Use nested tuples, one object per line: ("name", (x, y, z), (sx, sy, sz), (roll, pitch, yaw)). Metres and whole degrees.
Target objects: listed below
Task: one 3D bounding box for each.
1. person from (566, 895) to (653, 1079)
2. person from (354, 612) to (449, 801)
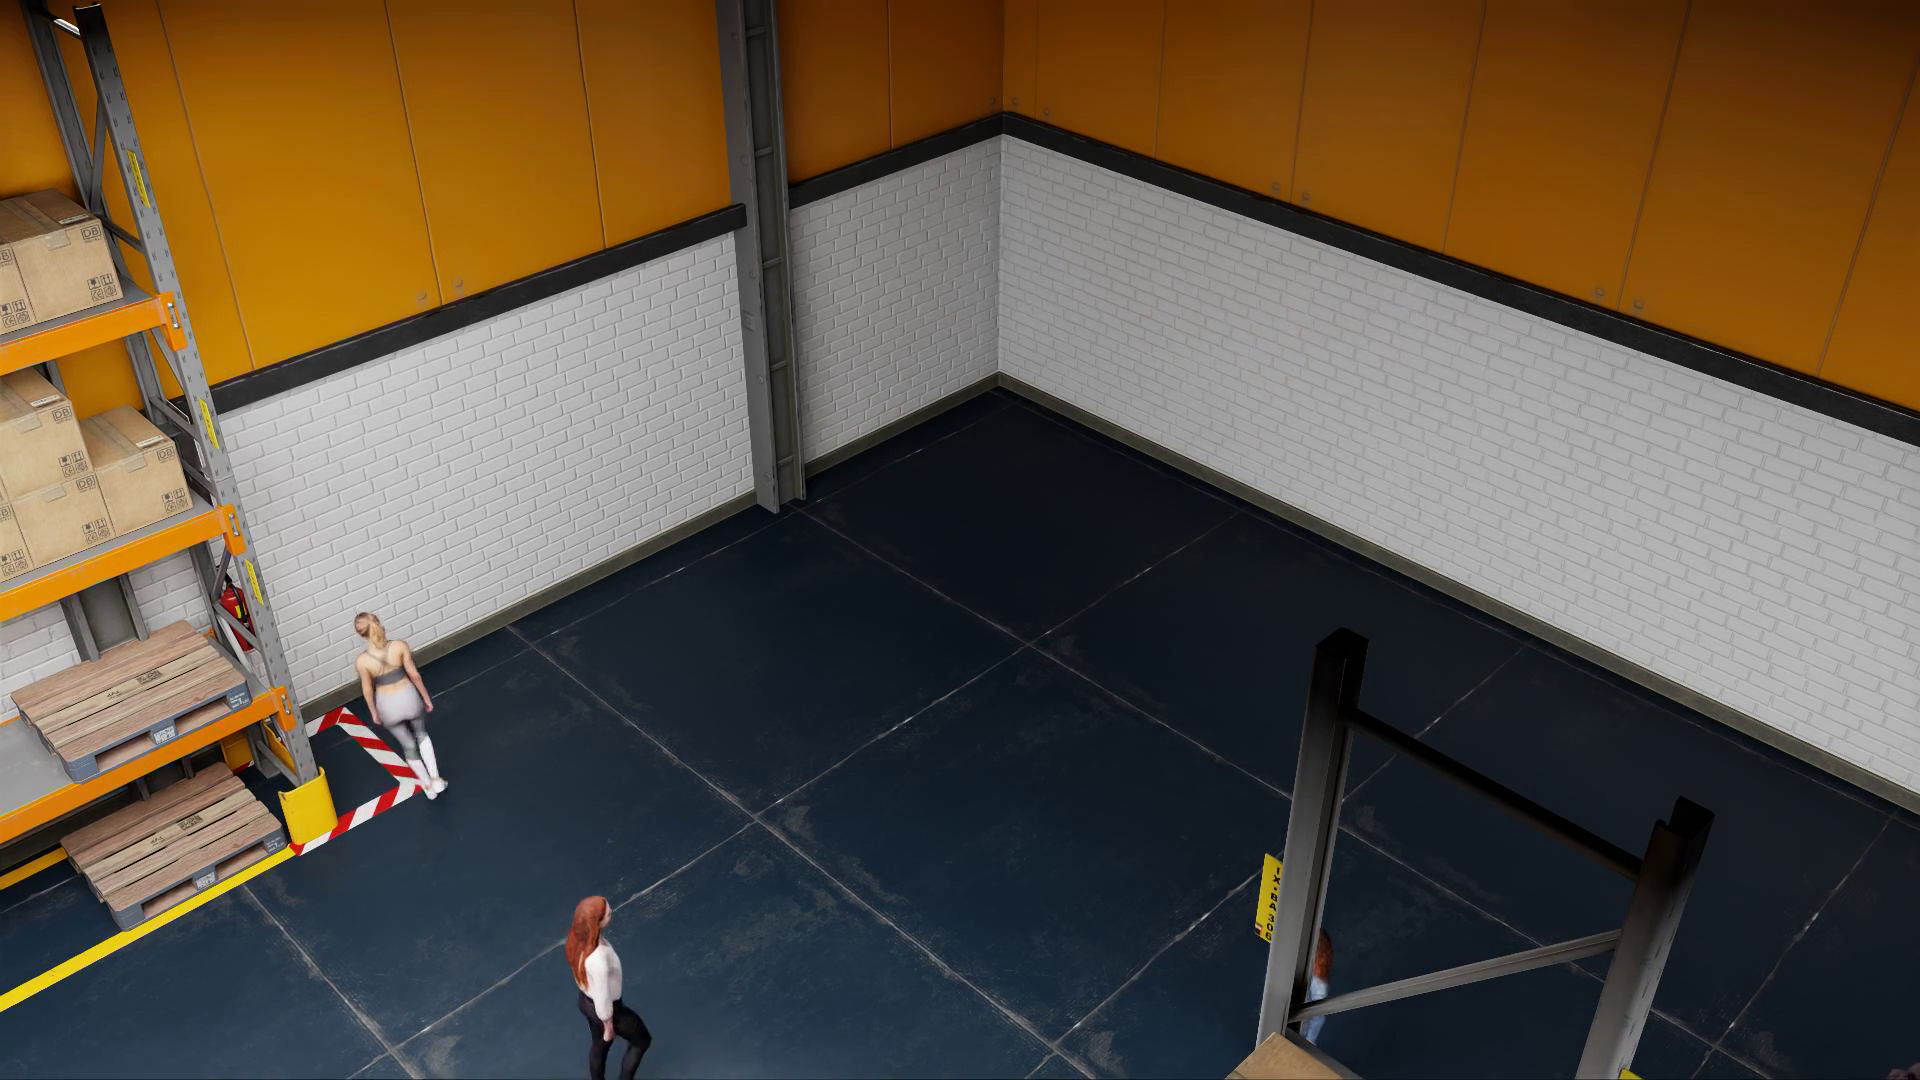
("person", (-2.168, 2.778, 9.731), (0.659, 1.745, 0.647), (-22, 40, -30))
("person", (-4.047, 1.270, 12.055), (0.647, 1.684, 0.739), (-14, 36, -20))
